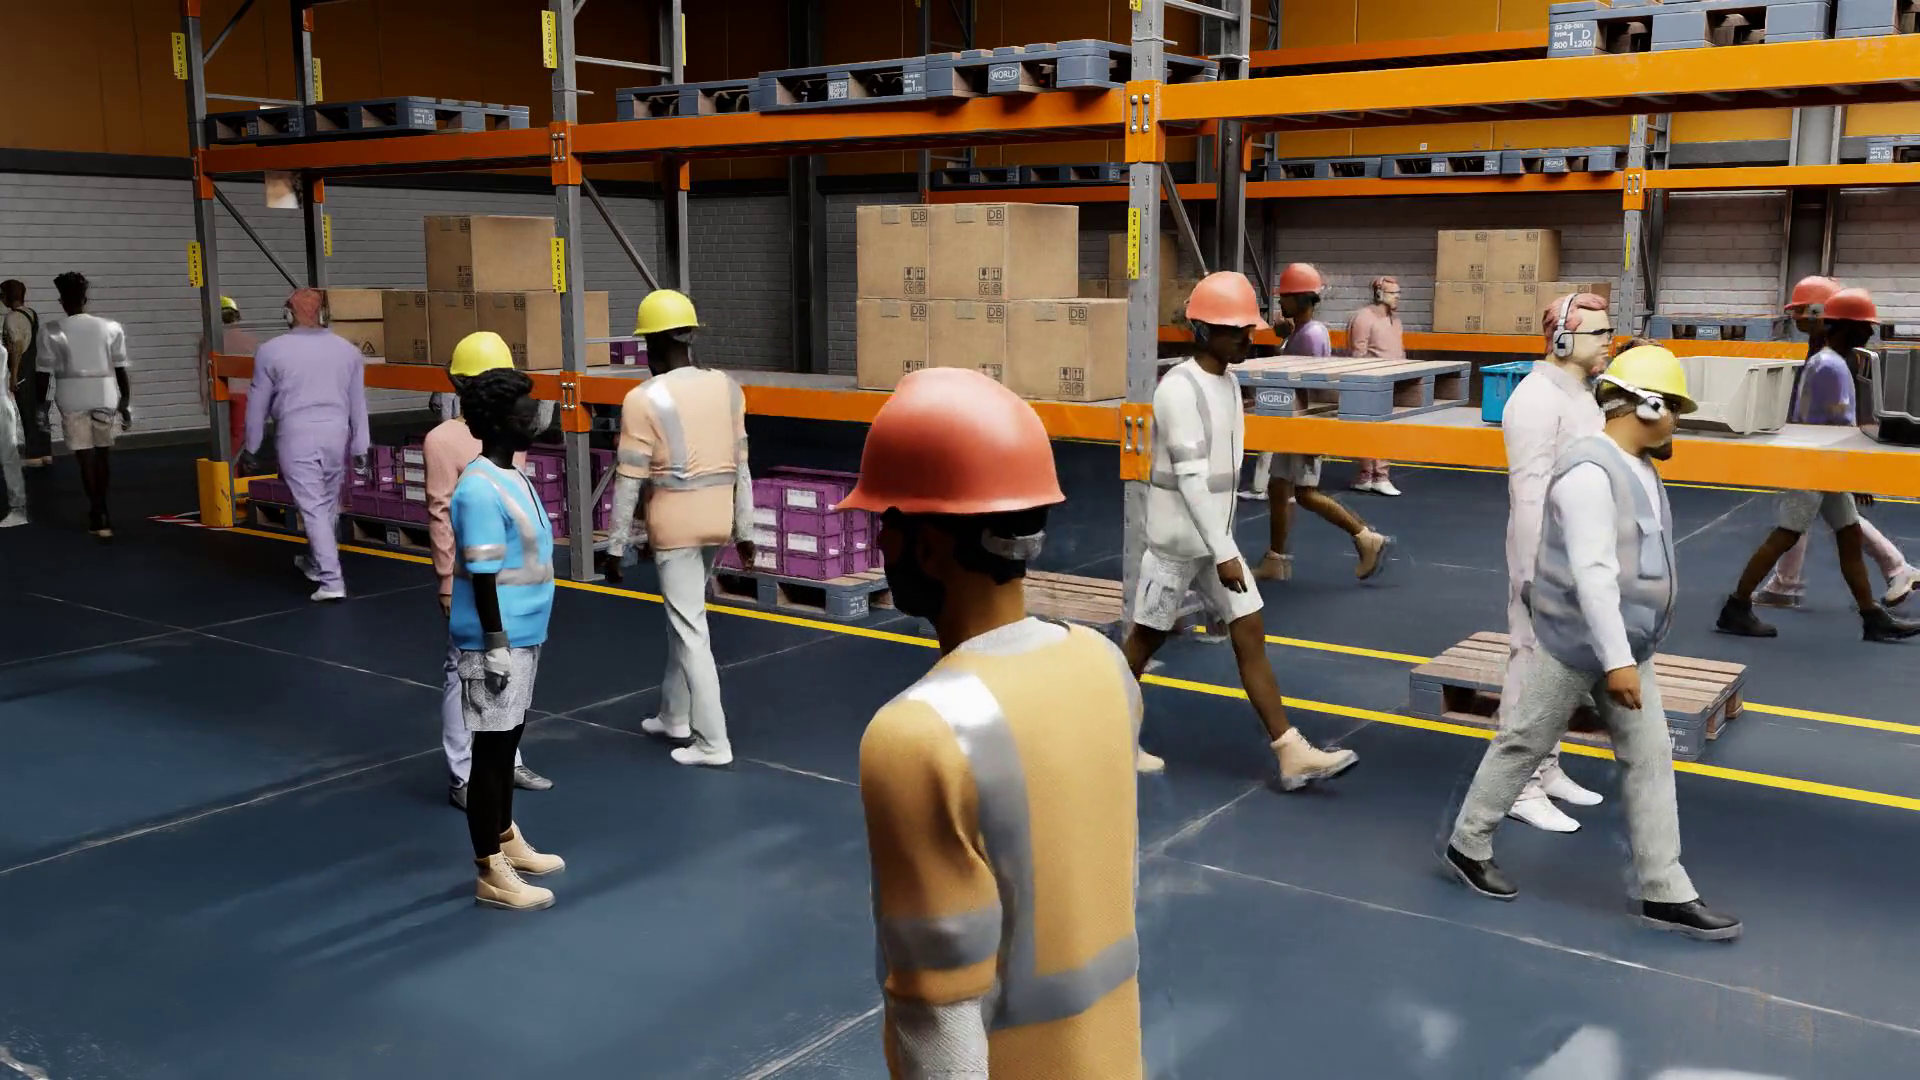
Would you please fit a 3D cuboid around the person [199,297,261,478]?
[{"bbox_3d":[-6.275,-1.242,14.416,0.535,1.706,0.941,0,10,0],"label":"person"}]

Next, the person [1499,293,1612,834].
[{"bbox_3d":[2.179,0.072,6.006,0.408,1.909,0.638,6,11,34],"label":"person"}]

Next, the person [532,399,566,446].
[{"bbox_3d":[-3.924,-1.500,15.671,0.812,1.819,0.634,4,10,20],"label":"person"}]

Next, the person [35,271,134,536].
[{"bbox_3d":[-6.565,-1.018,12.407,0.876,1.925,0.615,9,13,43],"label":"person"}]

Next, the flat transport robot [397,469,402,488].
[{"bbox_3d":[-4.566,-0.491,14.224,1.431,0.197,0.652,-3,10,-20],"label":"flat transport robot"}]

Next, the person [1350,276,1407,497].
[{"bbox_3d":[3.690,-1.312,14.300,0.690,1.883,0.680,9,13,42],"label":"person"}]

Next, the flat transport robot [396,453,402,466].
[{"bbox_3d":[-5.156,-0.639,15.106,0.652,0.197,1.431,-3,10,-18],"label":"flat transport robot"}]

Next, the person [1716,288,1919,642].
[{"bbox_3d":[4.595,-0.381,8.801,0.986,1.885,0.562,5,11,28],"label":"person"}]

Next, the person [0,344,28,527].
[{"bbox_3d":[-7.361,-0.912,12.444,0.489,1.707,0.743,3,10,17],"label":"person"}]

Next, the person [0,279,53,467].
[{"bbox_3d":[-9.197,-1.633,16.352,0.327,1.842,0.517,-1,10,-4],"label":"person"}]

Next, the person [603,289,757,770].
[{"bbox_3d":[-1.189,-0.046,6.703,0.790,1.898,0.606,7,12,37],"label":"person"}]

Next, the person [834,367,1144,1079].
[{"bbox_3d":[0.021,0.724,2.195,1.004,1.886,0.556,7,12,37],"label":"person"}]

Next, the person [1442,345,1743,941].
[{"bbox_3d":[1.933,0.296,5.101,0.607,1.771,0.912,-9,13,-44],"label":"person"}]

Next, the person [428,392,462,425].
[{"bbox_3d":[-4.417,-1.293,14.265,0.316,1.865,0.531,1,10,6],"label":"person"}]

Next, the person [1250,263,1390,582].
[{"bbox_3d":[2.207,-0.699,10.306,0.864,2.022,0.612,0,10,3],"label":"person"}]

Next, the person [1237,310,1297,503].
[{"bbox_3d":[2.660,-1.104,13.884,0.740,1.610,0.528,5,11,27],"label":"person"}]

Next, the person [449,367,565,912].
[{"bbox_3d":[-1.435,0.303,5.253,0.320,1.699,0.531,-1,10,-5],"label":"person"}]

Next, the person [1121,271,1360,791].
[{"bbox_3d":[0.952,-0.013,6.290,1.097,1.971,0.602,7,12,35],"label":"person"}]

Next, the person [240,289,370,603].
[{"bbox_3d":[-3.944,-0.574,10.027,1.011,1.852,0.661,9,13,42],"label":"person"}]

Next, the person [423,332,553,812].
[{"bbox_3d":[-1.737,0.119,6.153,0.315,1.766,0.533,4,10,23],"label":"person"}]

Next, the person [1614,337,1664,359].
[{"bbox_3d":[3.407,-0.217,8.533,0.518,1.636,0.312,-8,13,-41],"label":"person"}]

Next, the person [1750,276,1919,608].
[{"bbox_3d":[5.089,-0.539,9.555,0.916,1.949,0.671,5,11,27],"label":"person"}]
